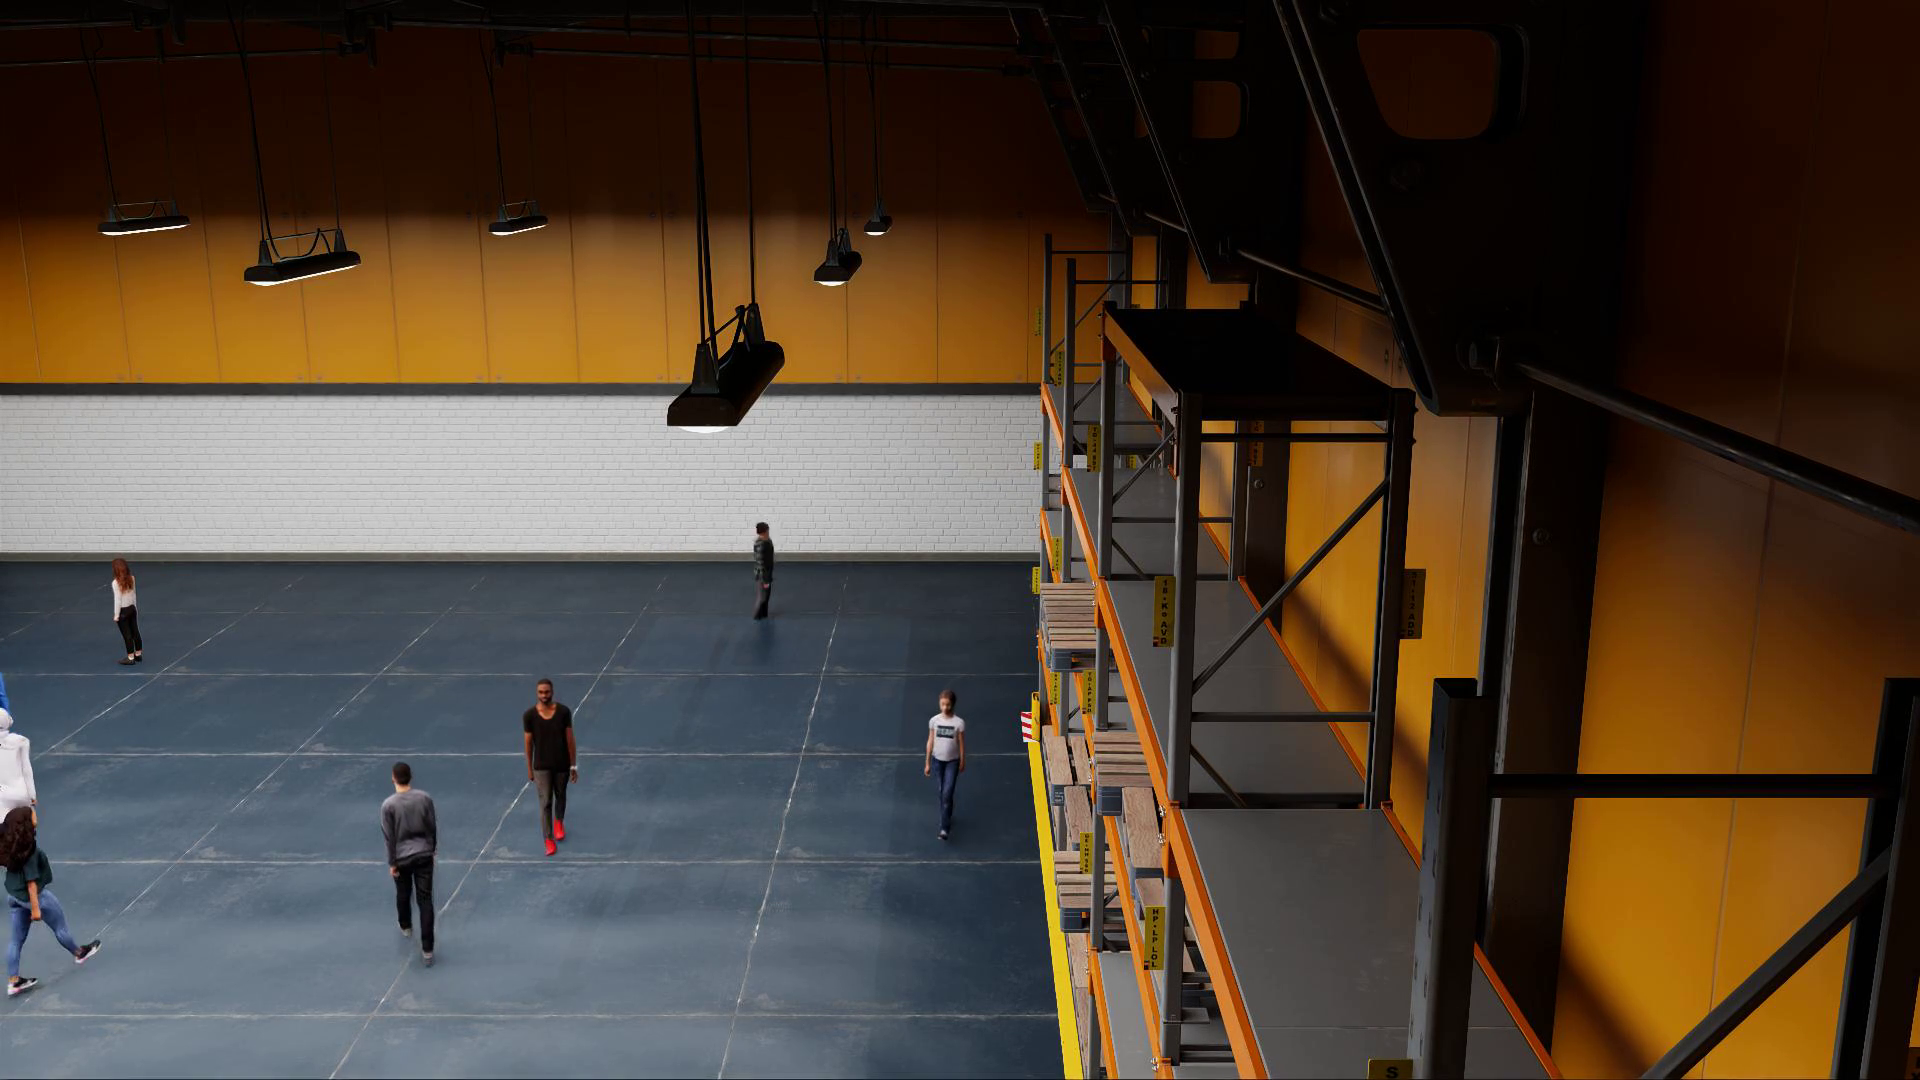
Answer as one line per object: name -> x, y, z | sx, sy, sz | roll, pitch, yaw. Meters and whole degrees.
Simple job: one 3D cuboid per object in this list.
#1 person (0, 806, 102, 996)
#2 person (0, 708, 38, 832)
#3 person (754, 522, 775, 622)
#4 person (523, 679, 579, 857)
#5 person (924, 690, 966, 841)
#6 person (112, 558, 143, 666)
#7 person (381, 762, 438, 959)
person -> -7.923, 3.055, 14.009 | 0.929, 1.580, 1.124 | 8, 16, 28
person -> -9.117, 2.515, 15.936 | 1.017, 1.722, 1.219 | -8, 16, -30
person -> -2.958, 0.501, 25.032 | 0.822, 1.678, 0.522 | -3, 14, -11
person -> -4.140, 2.261, 16.908 | 0.889, 1.760, 1.231 | -4, 14, -17
person -> -0.142, 2.286, 17.308 | 0.736, 1.522, 1.119 | 4, 14, 15
person -> -11.444, 0.970, 22.823 | 0.652, 1.484, 0.490 | 3, 14, 14
person -> -4.786, 2.836, 14.614 | 0.923, 1.720, 1.208 | -6, 15, -24
